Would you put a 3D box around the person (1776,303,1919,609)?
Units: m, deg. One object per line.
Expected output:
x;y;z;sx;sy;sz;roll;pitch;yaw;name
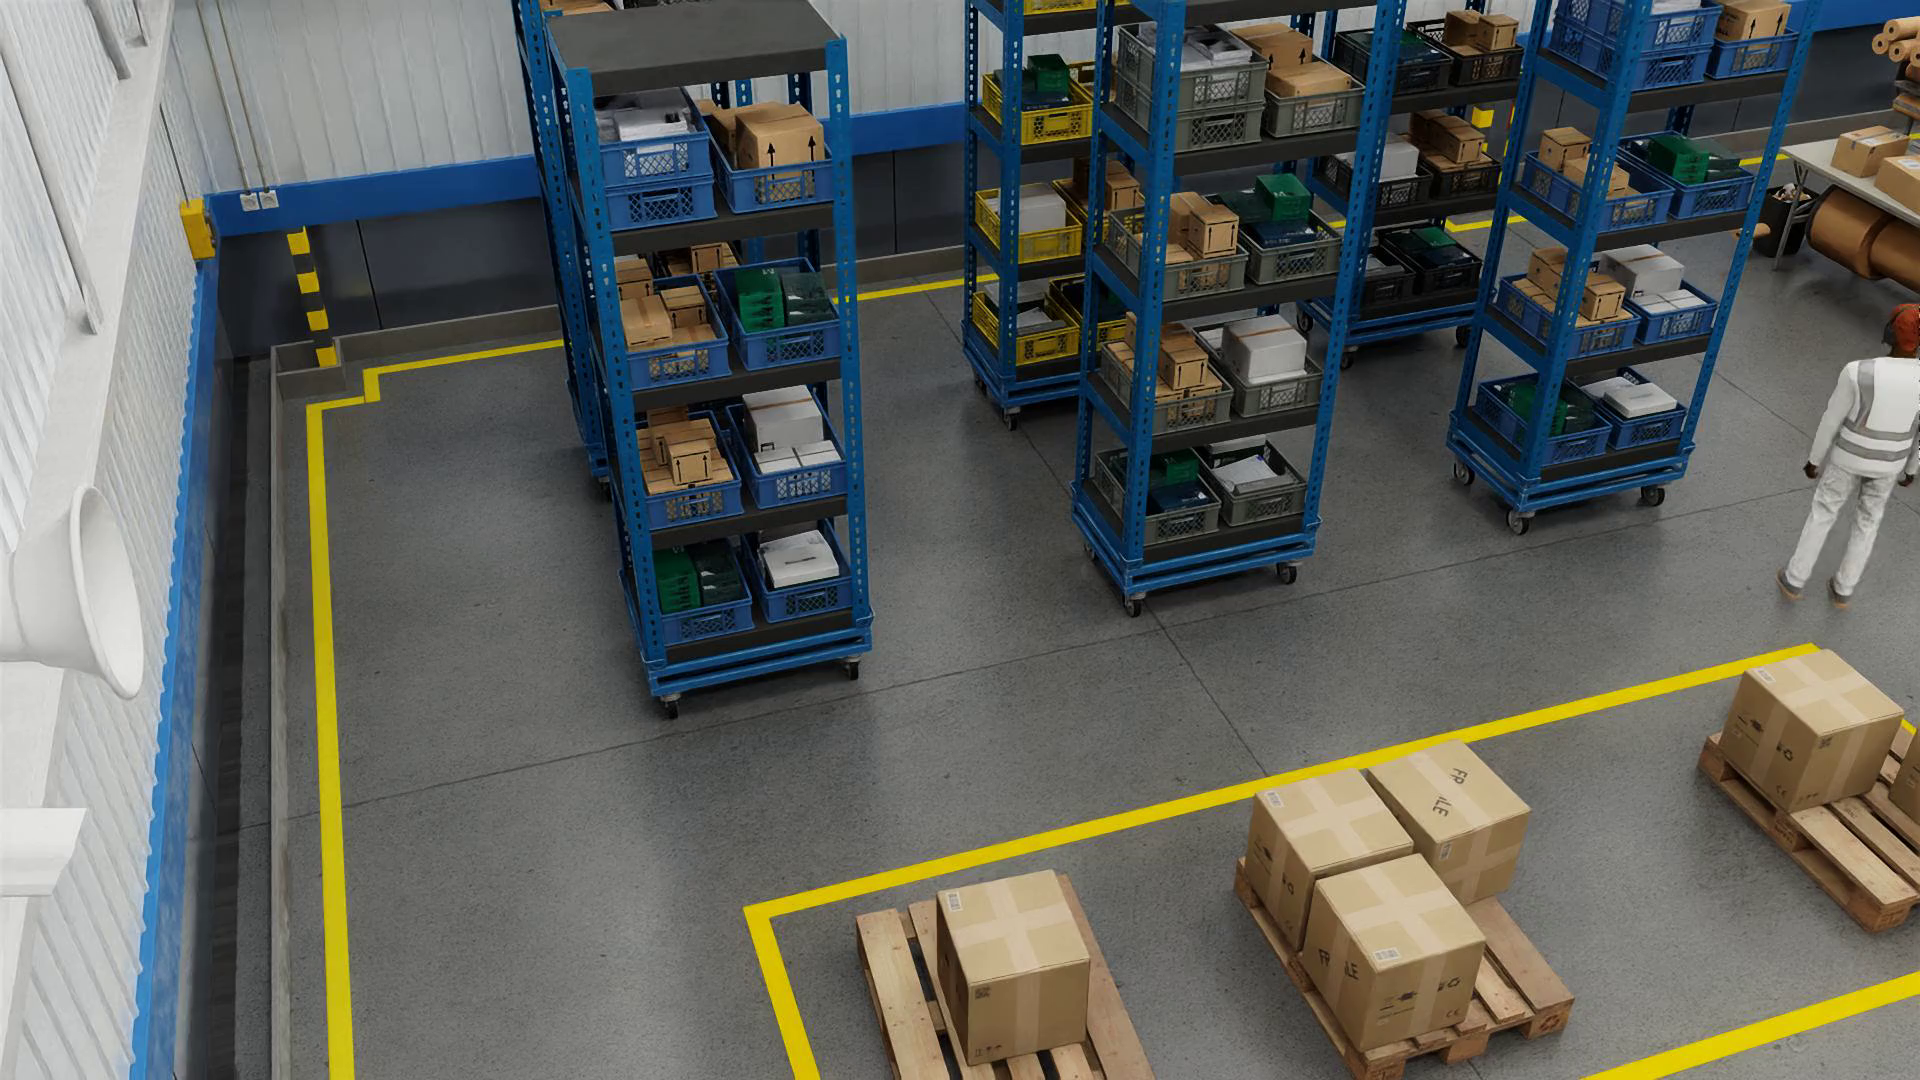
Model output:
5.058;-0.451;9.298;0.581;1.878;0.357;7;36;10;person
